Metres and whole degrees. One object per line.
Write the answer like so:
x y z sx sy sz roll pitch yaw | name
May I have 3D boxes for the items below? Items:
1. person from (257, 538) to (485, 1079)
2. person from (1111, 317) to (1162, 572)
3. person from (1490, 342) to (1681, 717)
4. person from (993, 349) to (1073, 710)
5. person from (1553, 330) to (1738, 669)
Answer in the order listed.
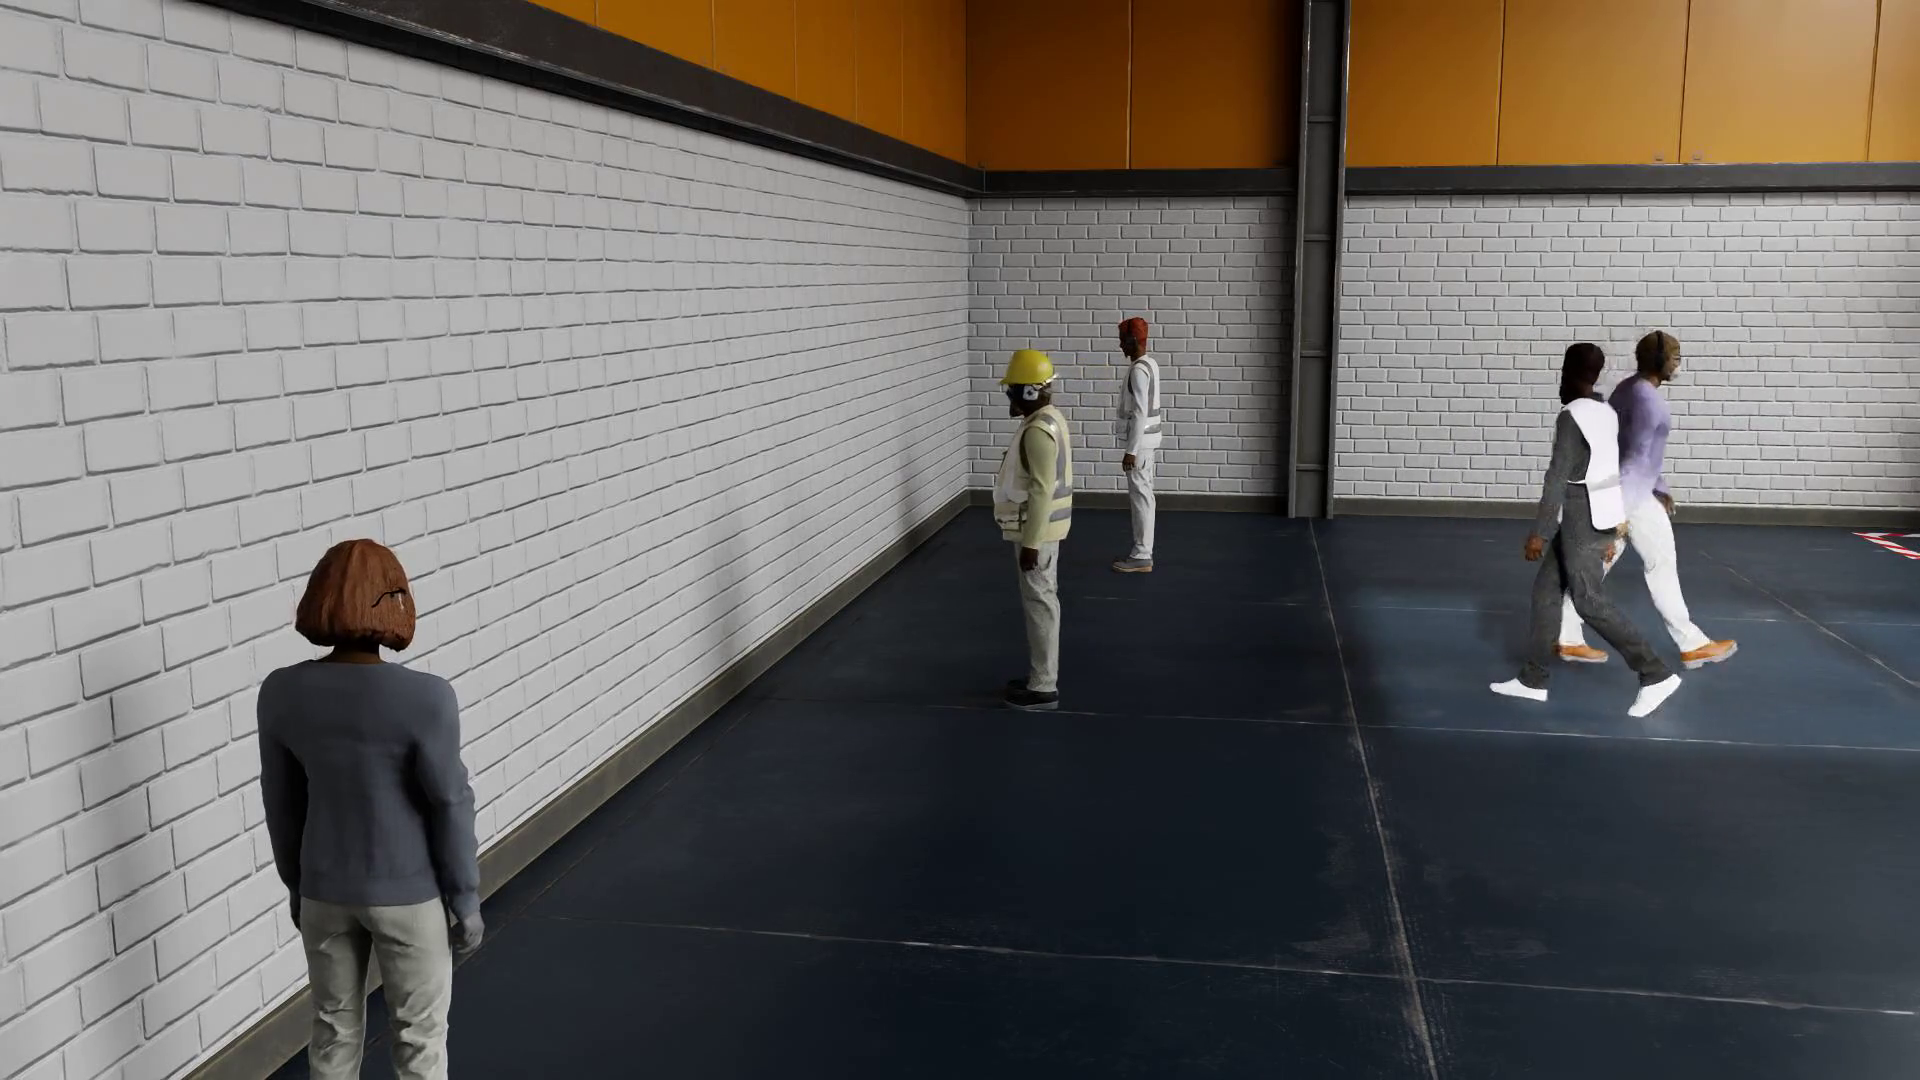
-1.310 0.806 3.743 0.498 1.633 0.289 2 9 11 | person
1.311 -0.704 12.331 0.355 1.887 0.573 2 9 13 | person
3.217 -0.061 8.410 0.906 1.870 0.636 6 11 32 | person
0.370 -0.054 8.472 0.404 1.827 0.600 1 9 7 | person
3.847 -0.213 9.283 1.017 1.886 0.647 1 9 4 | person
